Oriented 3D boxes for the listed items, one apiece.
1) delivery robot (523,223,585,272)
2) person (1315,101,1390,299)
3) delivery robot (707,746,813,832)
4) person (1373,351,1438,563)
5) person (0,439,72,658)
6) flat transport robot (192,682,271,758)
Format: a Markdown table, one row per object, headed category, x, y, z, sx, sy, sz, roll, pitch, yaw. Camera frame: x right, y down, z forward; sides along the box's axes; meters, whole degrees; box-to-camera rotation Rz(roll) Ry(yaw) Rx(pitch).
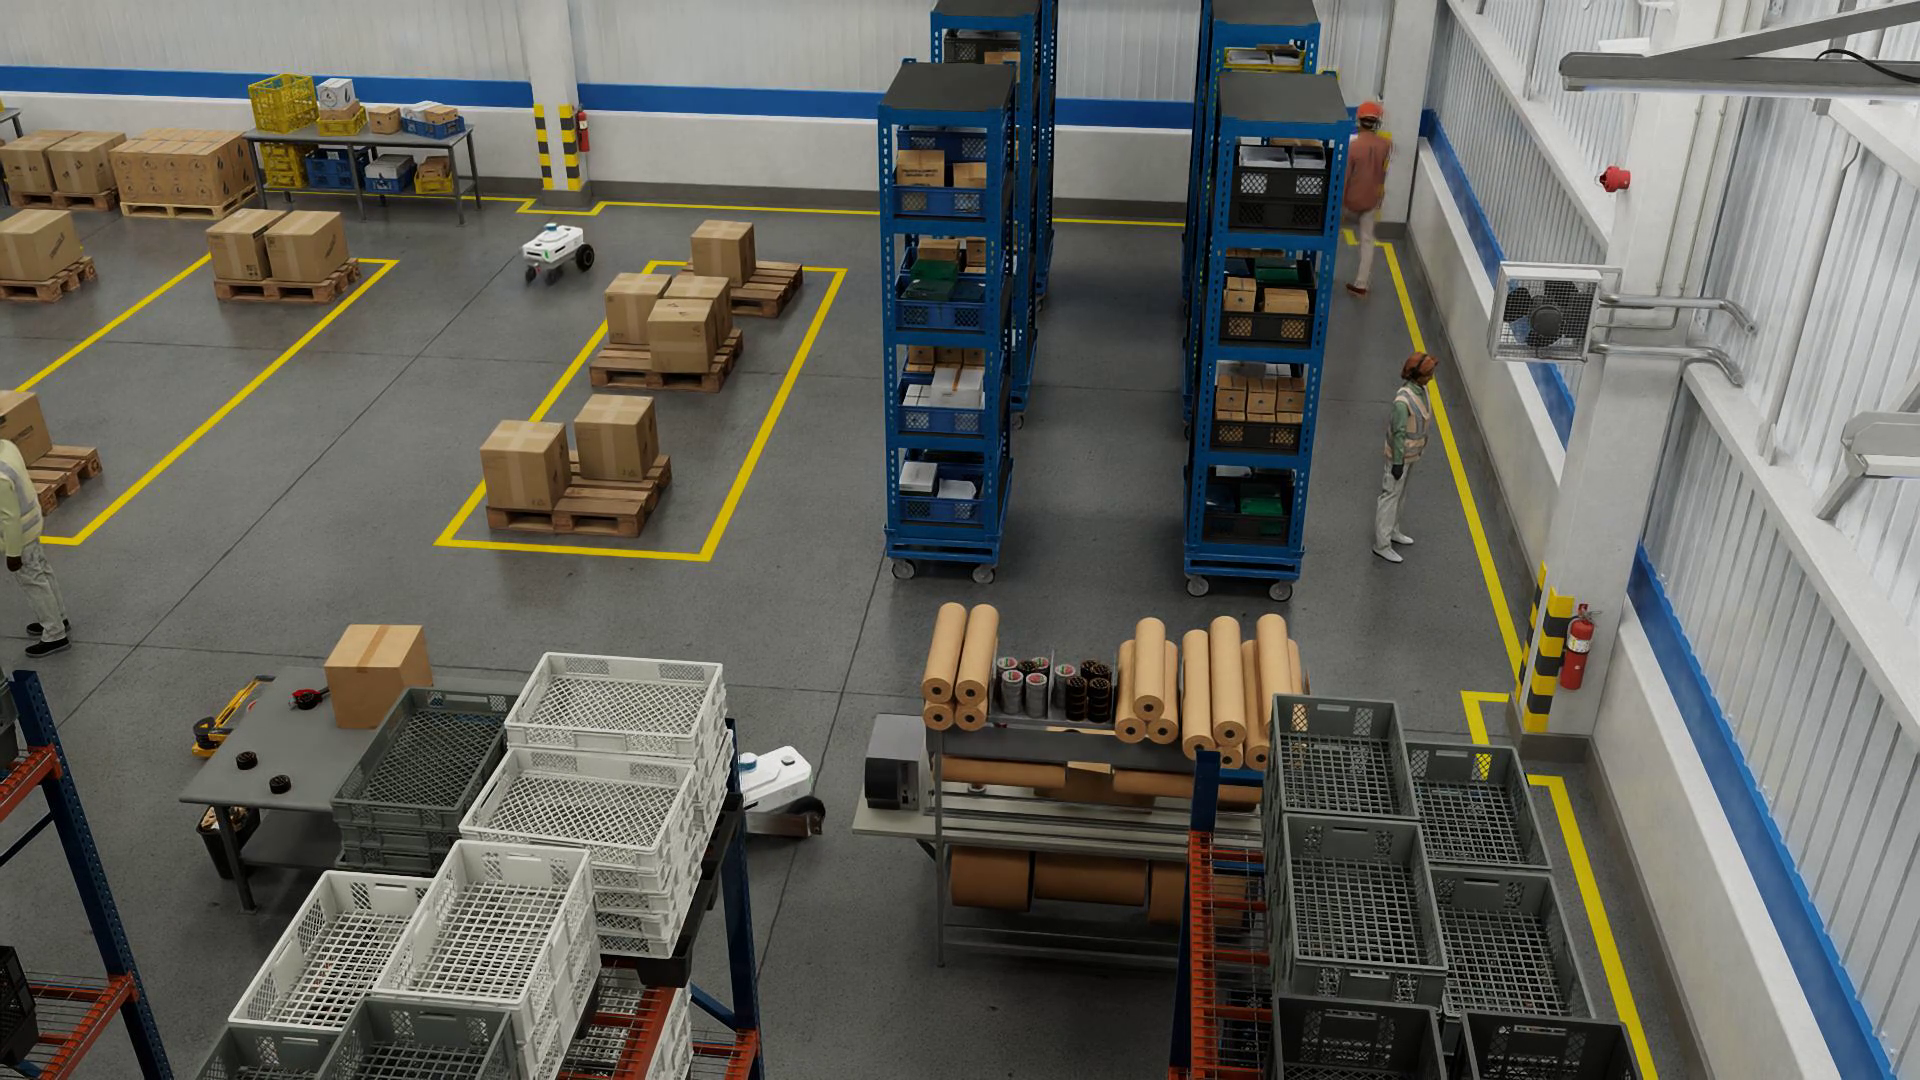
| category | x | y | z | sx | sy | sz | roll | pitch | yaw |
| --- | --- | --- | --- | --- | --- | --- | --- | --- | --- |
| delivery robot | -4.304 | -3.116 | 17.628 | 0.477 | 0.478 | 0.707 | 13 | 33 | 20 |
| person | 4.015 | -3.510 | 17.020 | 0.625 | 1.938 | 0.917 | -12 | 32 | -19 |
| delivery robot | -1.232 | 1.468 | 9.754 | 0.707 | 0.478 | 0.477 | -19 | 35 | -29 |
| person | 3.310 | -0.640 | 12.394 | 0.308 | 1.639 | 0.510 | 16 | 34 | 25 |
| person | -6.391 | -0.060 | 11.210 | 0.403 | 1.827 | 0.600 | -11 | 32 | -19 |
| flat transport robot | -4.089 | 1.163 | 10.648 | 1.431 | 0.197 | 0.652 | 3 | 30 | 6 |
